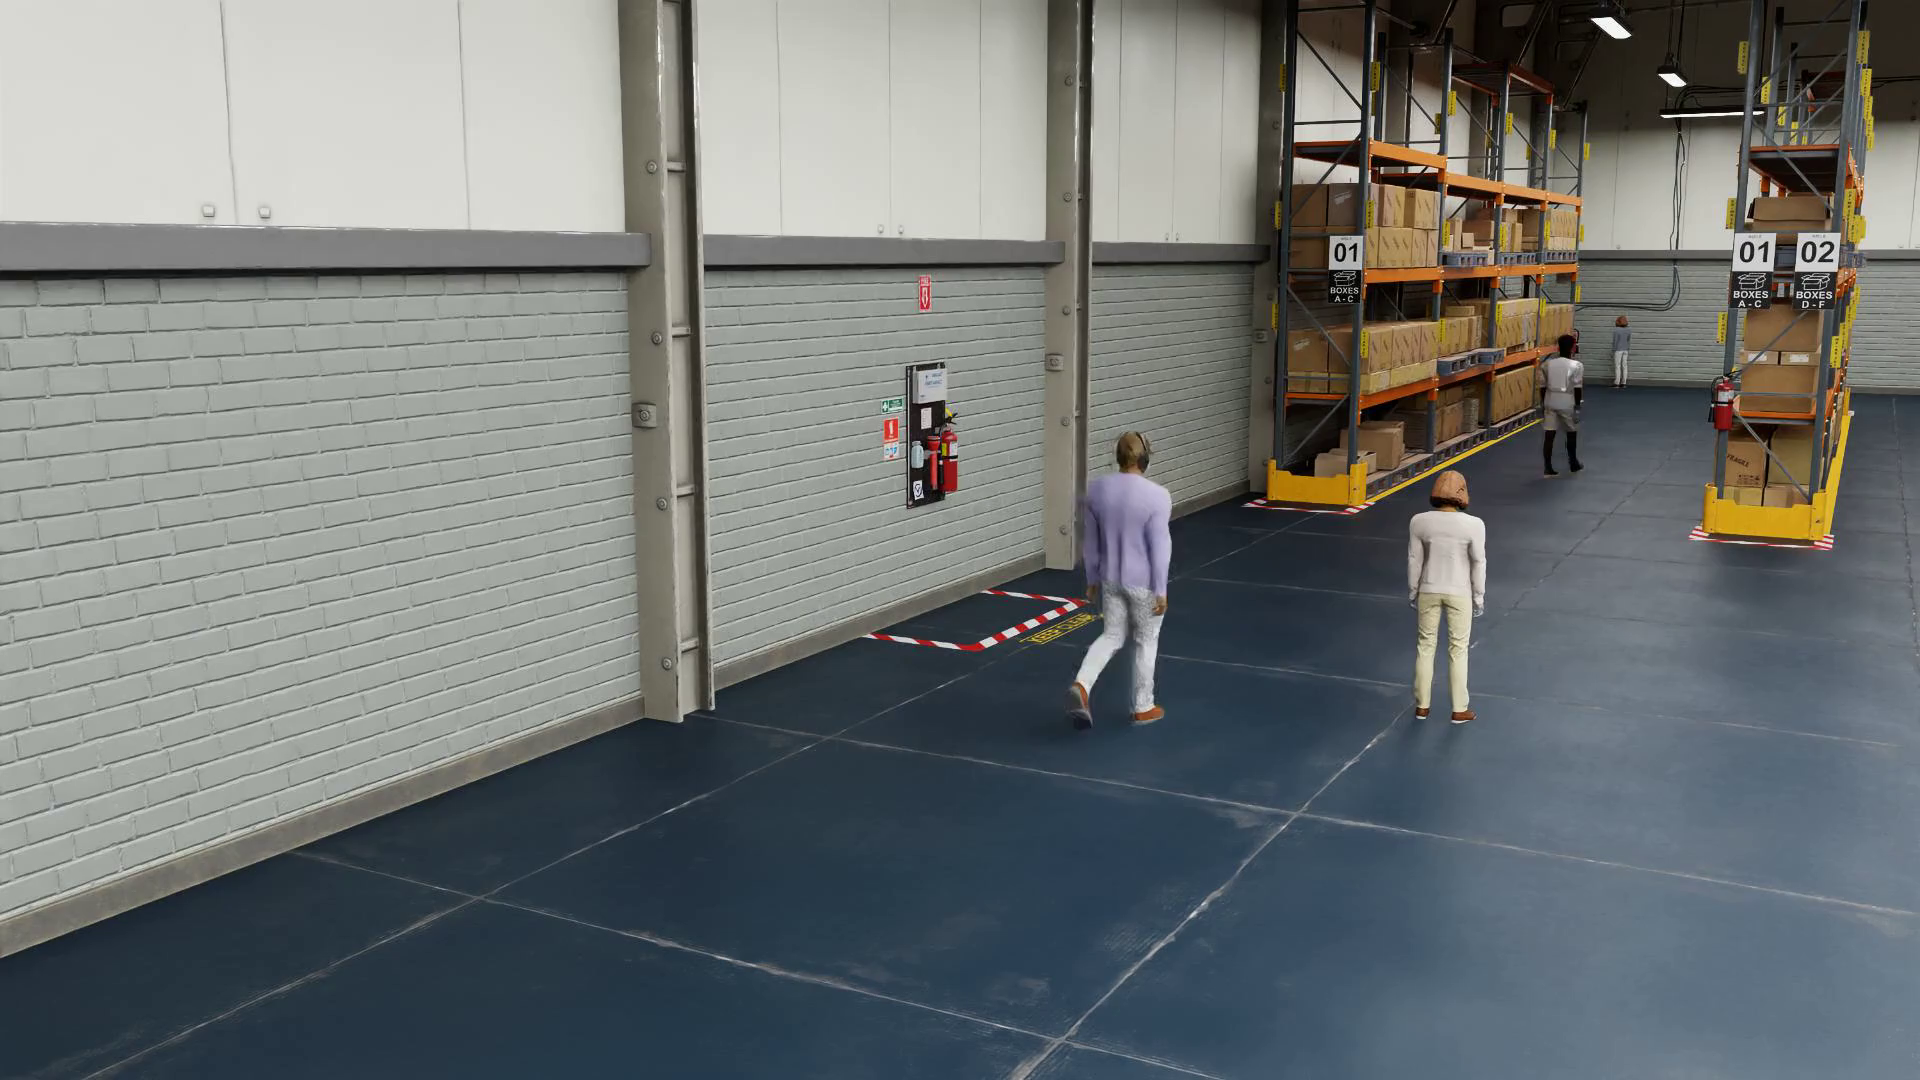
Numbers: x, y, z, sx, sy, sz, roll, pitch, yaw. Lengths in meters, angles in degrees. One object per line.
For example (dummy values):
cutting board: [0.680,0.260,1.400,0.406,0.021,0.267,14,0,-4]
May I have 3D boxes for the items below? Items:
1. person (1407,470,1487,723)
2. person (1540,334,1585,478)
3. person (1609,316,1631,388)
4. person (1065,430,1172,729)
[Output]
person: [3.125,0.363,10.703,0.499,1.633,0.284,6,11,31]
person: [8.228,-1.821,22.604,0.912,1.927,0.638,-9,14,-44]
person: [15.058,-4.287,37.921,0.499,1.636,0.286,-4,11,-24]
person: [1.014,0.269,10.442,0.633,1.918,0.779,8,13,41]
